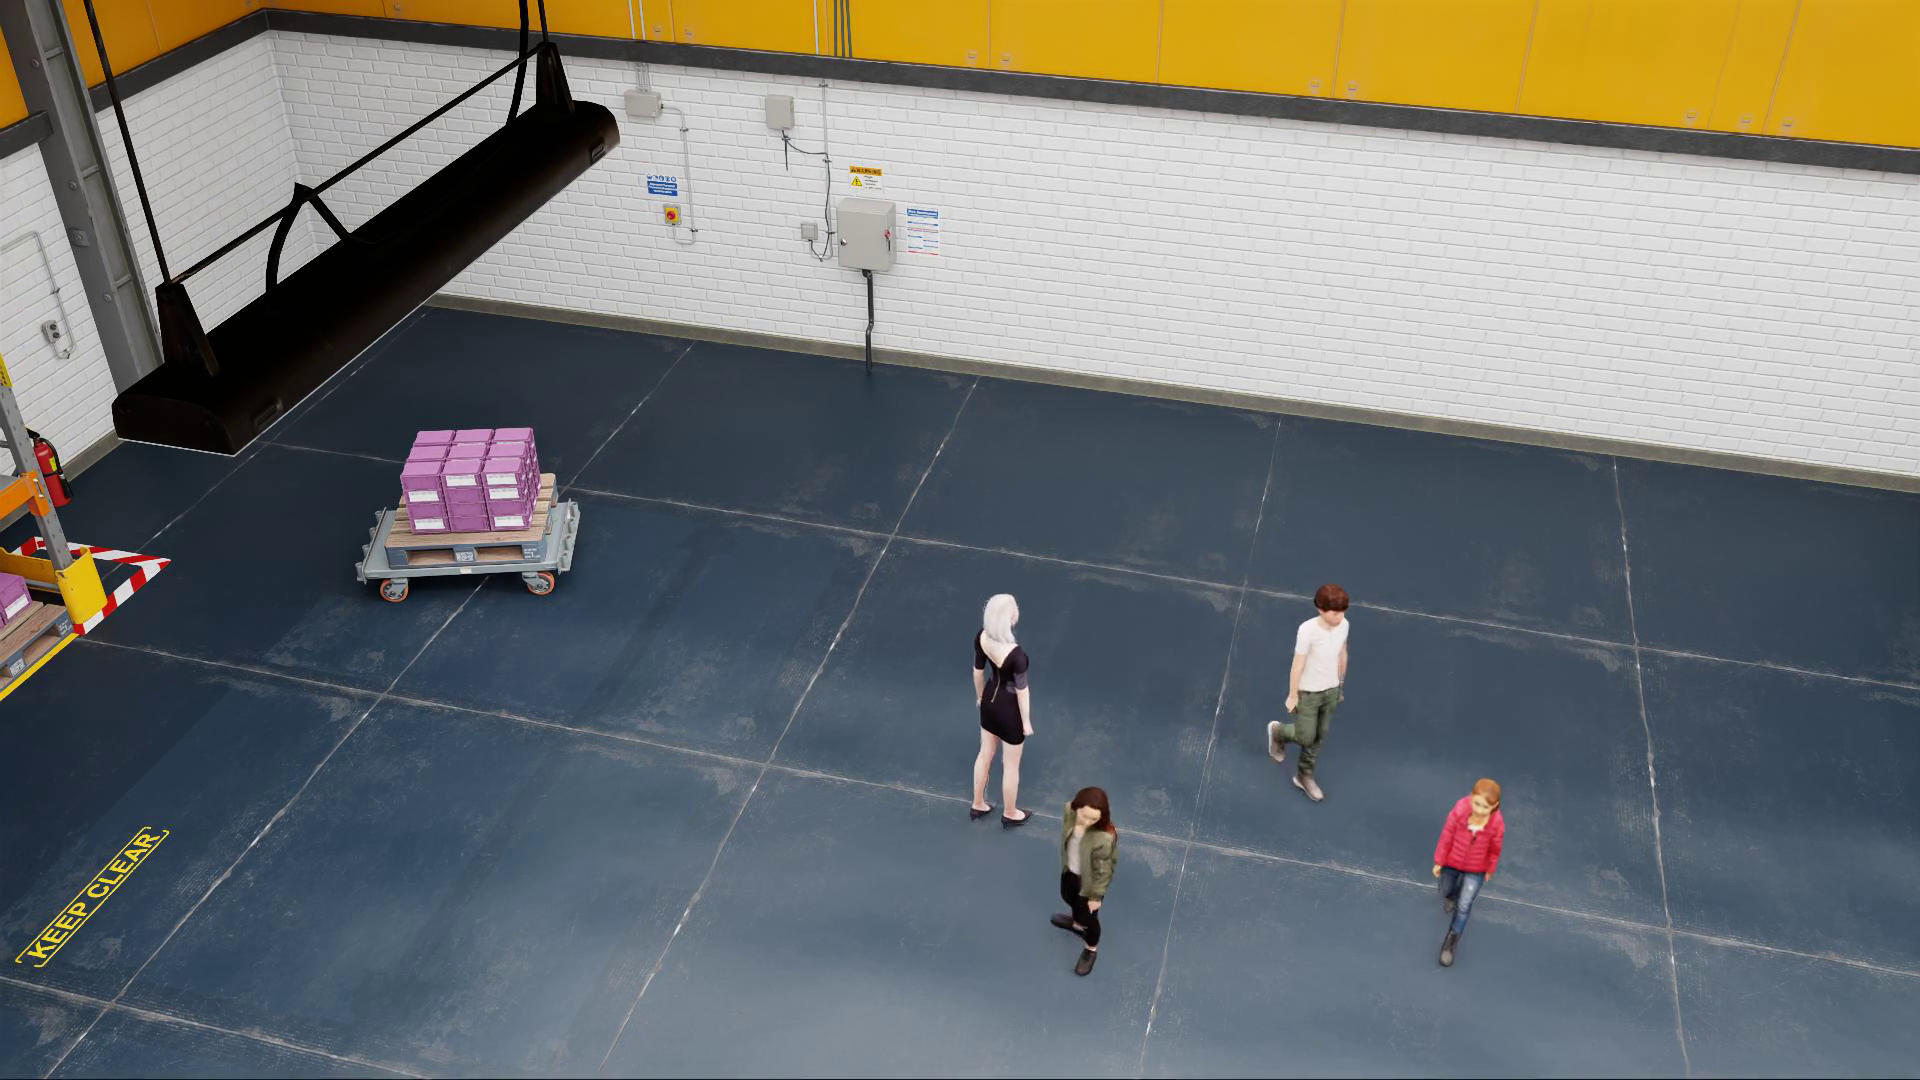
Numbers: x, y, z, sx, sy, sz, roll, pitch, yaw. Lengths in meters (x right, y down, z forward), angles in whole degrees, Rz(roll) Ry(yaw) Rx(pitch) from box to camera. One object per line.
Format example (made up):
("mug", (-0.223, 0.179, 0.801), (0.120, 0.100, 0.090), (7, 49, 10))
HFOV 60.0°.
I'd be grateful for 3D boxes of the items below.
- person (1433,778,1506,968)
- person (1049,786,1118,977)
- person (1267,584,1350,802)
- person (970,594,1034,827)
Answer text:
("person", (3.015, 1.894, 9.929), (0.605, 1.303, 0.866), (14, 36, 21))
("person", (0.738, 1.928, 9.740), (0.820, 1.454, 0.770), (-11, 35, -16))
("person", (2.310, 0.953, 11.033), (0.853, 1.648, 0.924), (-16, 37, -22))
("person", (0.265, 1.094, 10.648), (0.701, 1.839, 0.732), (27, 42, 34))
